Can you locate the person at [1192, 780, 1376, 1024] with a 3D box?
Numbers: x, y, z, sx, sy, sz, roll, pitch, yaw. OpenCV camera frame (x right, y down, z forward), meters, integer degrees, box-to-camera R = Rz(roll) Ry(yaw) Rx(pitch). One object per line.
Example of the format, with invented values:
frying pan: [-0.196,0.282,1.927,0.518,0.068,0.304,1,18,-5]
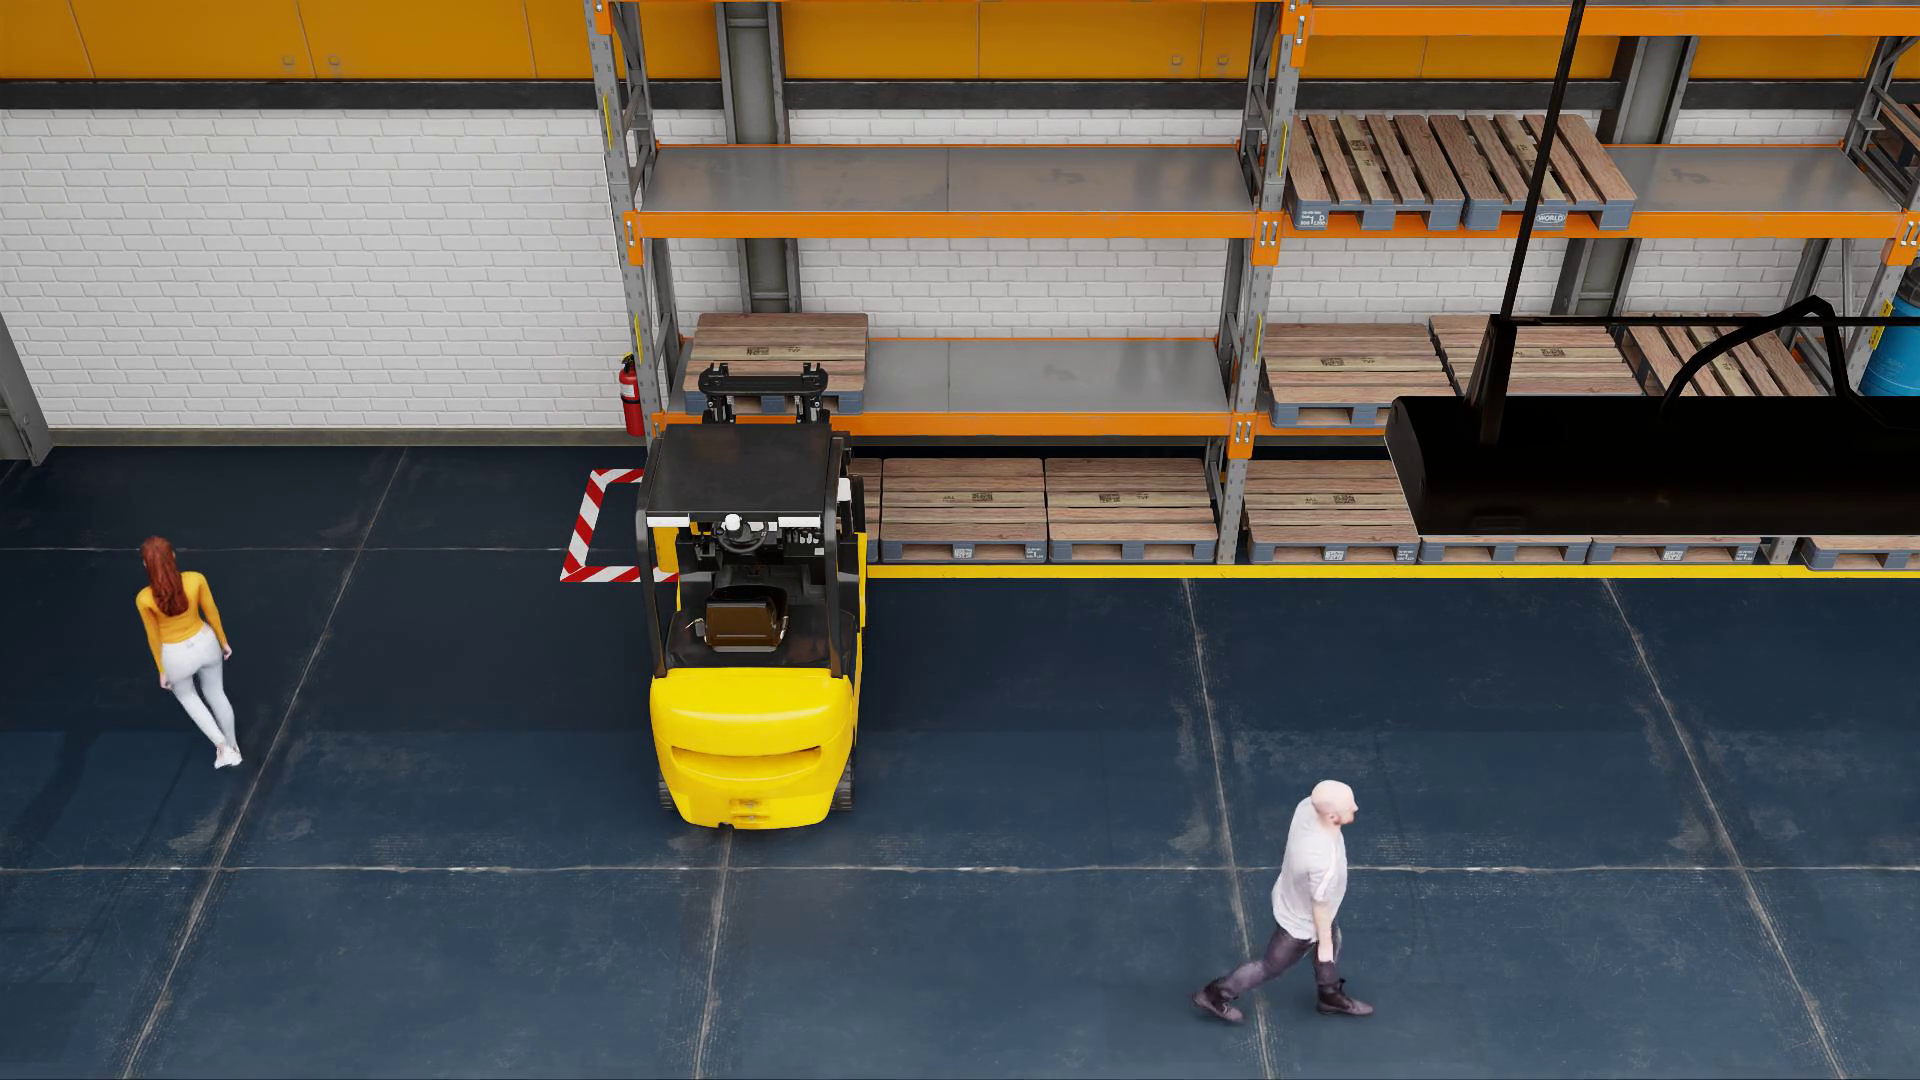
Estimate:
person: [1.647,1.874,8.446,1.244,1.802,0.777,6,39,7]

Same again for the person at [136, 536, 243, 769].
person: [-4.539,0.741,9.915,0.805,1.740,0.862,-29,47,-31]
